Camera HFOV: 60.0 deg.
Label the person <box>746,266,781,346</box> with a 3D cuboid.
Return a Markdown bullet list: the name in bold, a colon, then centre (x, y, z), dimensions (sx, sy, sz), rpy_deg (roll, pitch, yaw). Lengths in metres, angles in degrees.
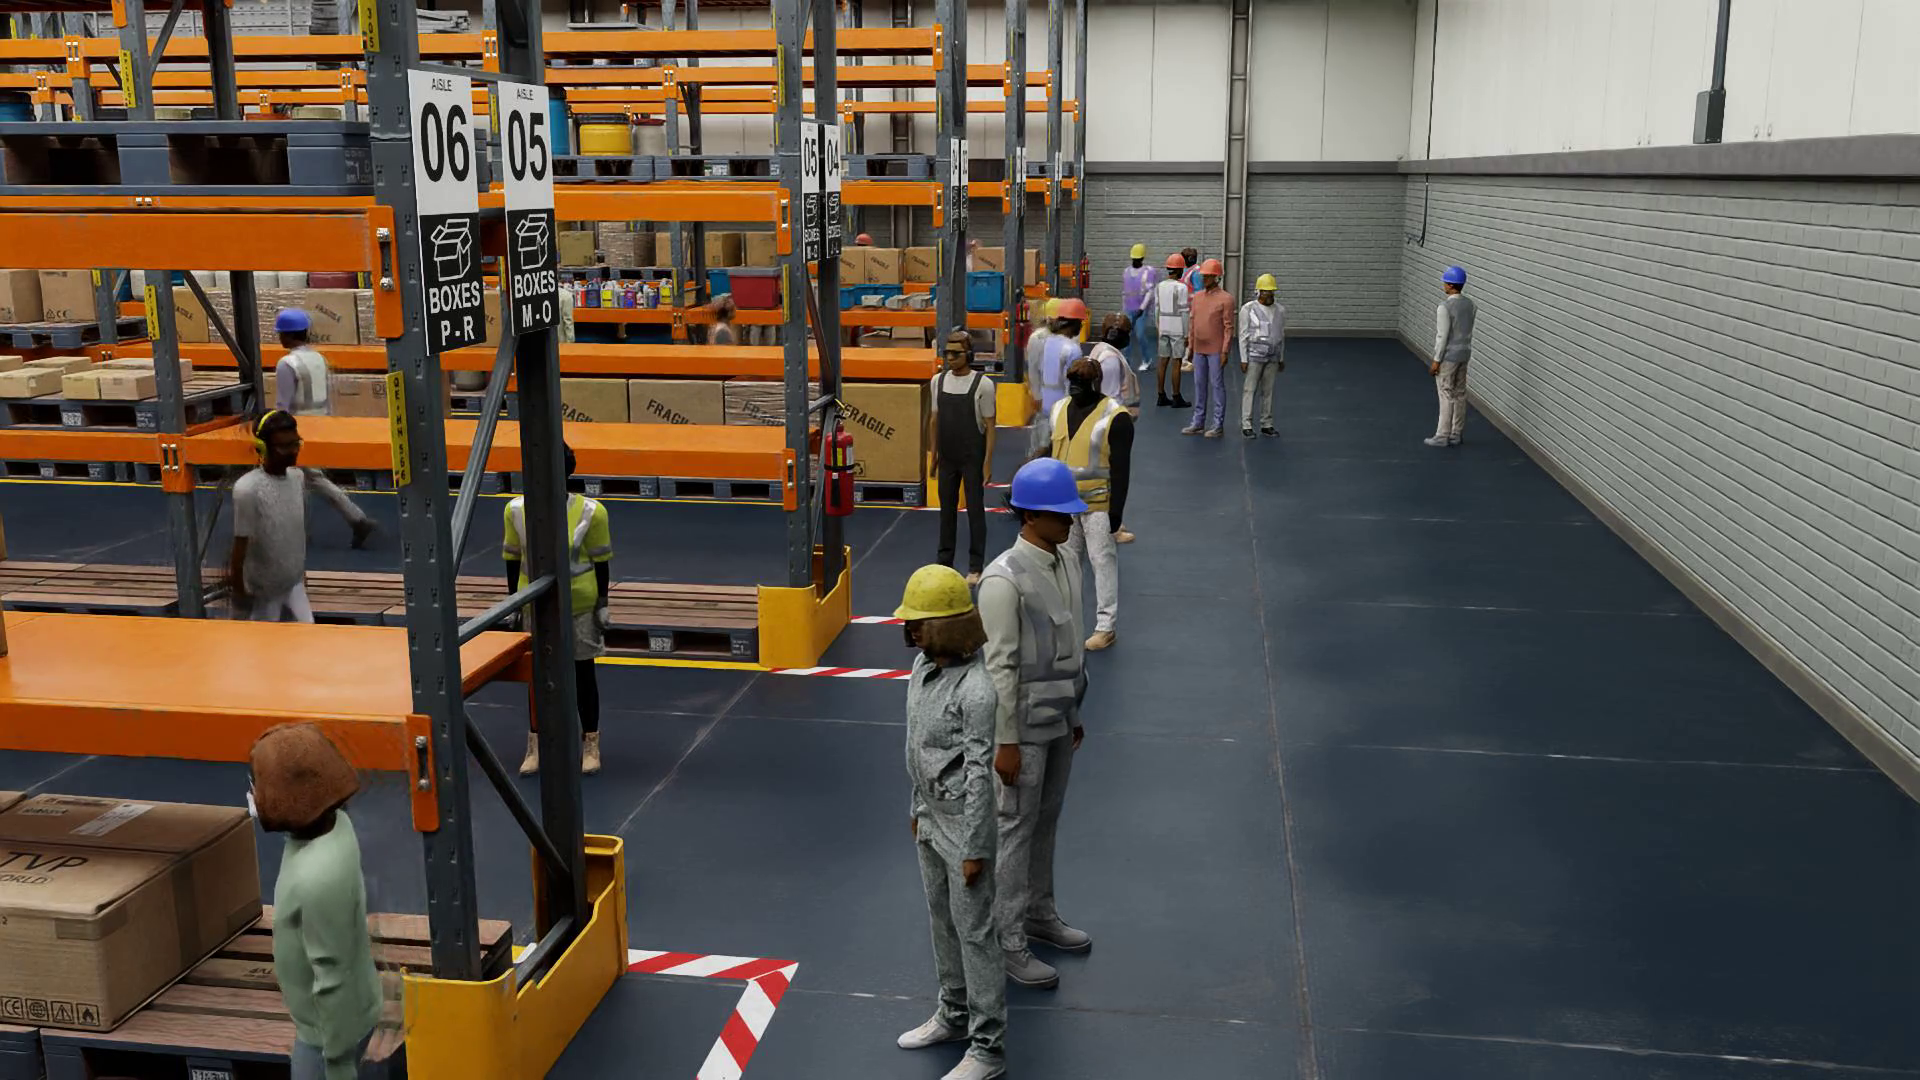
- **person**: centre (-2.788, -3.046, 23.535), dimensions (0.523, 1.639, 0.309), rpy_deg (-4, 13, -19)

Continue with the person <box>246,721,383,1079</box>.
- **person**: centre (-1.579, 1.235, 4.257), dimensions (0.471, 1.621, 0.512), rpy_deg (-4, 13, -18)

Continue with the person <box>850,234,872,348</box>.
- **person**: centre (-1.545, -3.862, 26.436), dimensions (0.620, 1.988, 0.407), rpy_deg (9, 15, 36)

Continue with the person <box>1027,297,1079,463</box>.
- **person**: centre (0.908, -1.463, 16.071), dimensions (0.596, 1.784, 0.929), rpy_deg (-6, 14, -25)

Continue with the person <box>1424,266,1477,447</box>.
- **person**: centre (5.332, -1.986, 18.042), dimensions (0.605, 1.951, 0.384), rpy_deg (-11, 16, -40)

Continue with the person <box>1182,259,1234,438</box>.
- **person**: centre (2.798, -2.155, 18.699), dimensions (0.375, 1.997, 0.612), rpy_deg (-11, 16, -40)

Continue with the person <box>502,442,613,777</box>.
- **person**: centre (-1.969, 0.329, 8.166), dimensions (0.532, 1.697, 0.322), rpy_deg (0, 12, 0)

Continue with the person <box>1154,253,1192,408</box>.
- **person**: centre (2.701, -2.638, 21.017), dimensions (0.354, 1.939, 0.545), rpy_deg (-10, 16, -39)

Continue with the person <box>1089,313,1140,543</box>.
- **person**: centre (1.232, -0.908, 13.441), dimensions (0.429, 1.838, 0.621), rpy_deg (-1, 13, -5)

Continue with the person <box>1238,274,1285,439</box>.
- **person**: centre (3.388, -2.051, 18.602), dimensions (0.589, 1.833, 0.404), rpy_deg (-6, 14, -24)

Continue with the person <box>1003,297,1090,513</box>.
- **person**: centre (0.812, -1.120, 14.272), dimensions (0.889, 1.909, 0.570), rpy_deg (-8, 15, -32)

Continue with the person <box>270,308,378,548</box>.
- **person**: centre (-5.079, -0.864, 13.077), dimensions (0.919, 1.918, 0.600), rpy_deg (1, 13, 2)

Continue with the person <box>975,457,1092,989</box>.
- **person**: centre (0.282, 0.655, 6.127), dimensions (0.388, 1.947, 0.612), rpy_deg (7, 14, 27)

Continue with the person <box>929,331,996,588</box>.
- **person**: centre (0.008, -0.575, 11.911), dimensions (0.506, 1.846, 0.351), rpy_deg (6, 14, 26)

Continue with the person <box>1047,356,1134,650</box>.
- **person**: centre (0.779, -0.234, 10.411), dimensions (0.630, 1.836, 0.429), rpy_deg (11, 17, 41)

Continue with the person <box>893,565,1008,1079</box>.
- **person**: centre (-0.048, 0.924, 5.408), dimensions (0.342, 1.737, 0.487), rpy_deg (-6, 14, -26)

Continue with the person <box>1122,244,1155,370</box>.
- **person**: centre (2.648, -3.455, 24.795), dimensions (0.599, 1.897, 0.611), rpy_deg (10, 16, 38)

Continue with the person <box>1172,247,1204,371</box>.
- **person**: centre (3.419, -3.451, 24.903), dimensions (0.429, 1.842, 0.634), rpy_deg (-2, 13, -11)
